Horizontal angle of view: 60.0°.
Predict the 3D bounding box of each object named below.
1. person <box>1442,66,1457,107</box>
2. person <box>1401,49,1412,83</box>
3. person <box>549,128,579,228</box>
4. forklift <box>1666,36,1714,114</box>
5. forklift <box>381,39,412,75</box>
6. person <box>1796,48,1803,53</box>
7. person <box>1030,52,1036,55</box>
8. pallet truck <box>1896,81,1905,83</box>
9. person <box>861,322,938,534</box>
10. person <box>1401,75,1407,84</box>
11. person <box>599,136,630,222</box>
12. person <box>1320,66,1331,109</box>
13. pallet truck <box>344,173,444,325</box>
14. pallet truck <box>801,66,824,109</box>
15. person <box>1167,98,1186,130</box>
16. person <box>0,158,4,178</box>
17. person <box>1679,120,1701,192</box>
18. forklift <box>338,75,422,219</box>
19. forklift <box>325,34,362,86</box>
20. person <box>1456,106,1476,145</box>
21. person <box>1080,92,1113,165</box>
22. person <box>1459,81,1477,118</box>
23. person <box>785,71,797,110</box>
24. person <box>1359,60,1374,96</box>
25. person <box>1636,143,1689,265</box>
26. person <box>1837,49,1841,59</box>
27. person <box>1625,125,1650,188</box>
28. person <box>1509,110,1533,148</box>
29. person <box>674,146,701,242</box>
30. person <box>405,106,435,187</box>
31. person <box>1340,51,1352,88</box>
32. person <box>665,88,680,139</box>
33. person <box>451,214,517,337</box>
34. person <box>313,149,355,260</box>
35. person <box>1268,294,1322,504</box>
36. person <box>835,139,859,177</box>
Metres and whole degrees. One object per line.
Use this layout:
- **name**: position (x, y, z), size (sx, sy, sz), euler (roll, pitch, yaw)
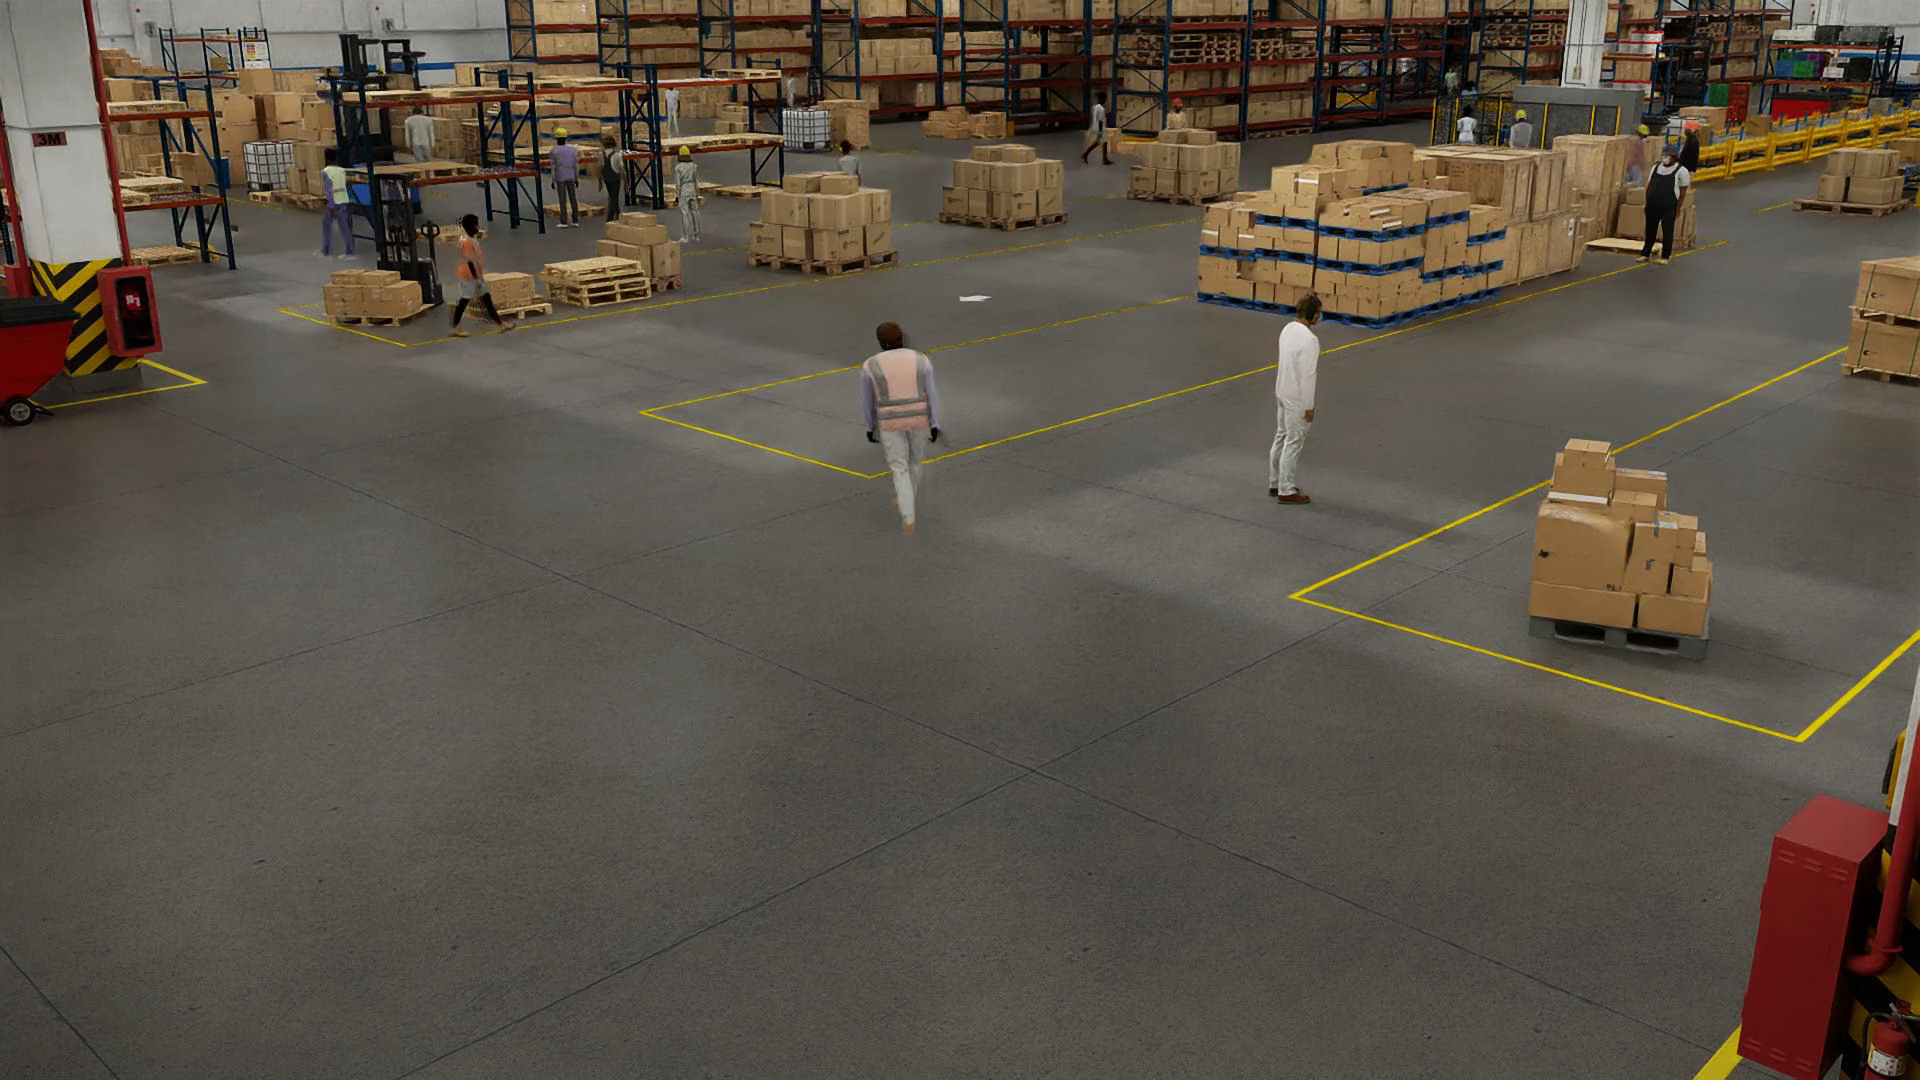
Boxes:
- **person**: position (19.417, -17.988, 65.991), size (0.526, 1.581, 0.860), euler (16, 24, 40)
- **person**: position (20.173, -21.260, 75.345), size (0.656, 1.916, 0.560), euler (-14, 23, -36)
- **person**: position (-7.771, -7.111, 32.692), size (0.587, 1.930, 0.363), euler (-14, 23, -36)
- **forklift**: position (27.341, -17.291, 61.877), size (1.129, 2.768, 1.873), euler (17, 25, 41)
- **forklift**: position (-19.673, -16.114, 58.329), size (1.873, 2.768, 1.129), euler (17, 25, 41)
- **person**: position (41.934, -23.815, 83.124), size (0.689, 1.888, 1.017), euler (-6, 19, -18)
- **person**: position (3.420, -21.936, 77.253), size (0.629, 1.992, 1.018), euler (-13, 23, -35)
- **pallet truck**: position (34.802, -16.331, 61.455), size (0.653, 1.274, 1.630), euler (17, 25, 41)
- **person**: position (-0.540, -1.006, 14.510), size (0.658, 1.796, 0.844), euler (-5, 19, -15)
- **person**: position (21.015, -22.172, 78.544), size (0.382, 1.633, 0.540), euler (16, 24, 40)
- **person**: position (-6.726, -6.980, 32.519), size (0.552, 1.781, 0.994), euler (7, 20, 20)
- **person**: position (13.174, -16.201, 60.208), size (1.005, 1.859, 0.654), euler (-12, 22, -32)
- **pallet truck**: position (-8.209, -4.181, 23.757), size (0.823, 1.965, 1.885), euler (3, 19, 9)
- **pallet truck**: position (-4.812, -15.182, 56.903), size (0.823, 1.965, 1.885), euler (-9, 21, -26)
- **person**: position (5.417, -10.127, 41.791), size (0.551, 1.922, 0.515), euler (-6, 19, -17)
- **person**: position (-22.023, -8.705, 37.979), size (0.683, 1.619, 0.523), euler (8, 20, 22)
- **person**: position (14.782, -7.521, 33.821), size (0.376, 1.997, 0.612), euler (6, 19, 17)
- **forklift**: position (-12.138, -8.120, 34.247), size (1.873, 2.768, 1.129), euler (17, 25, 41)
- **forklift**: position (-23.663, -18.232, 64.712), size (1.129, 2.768, 1.873), euler (17, 25, 41)
- **person**: position (12.840, -10.203, 42.390), size (0.535, 1.669, 0.741), euler (-3, 19, -8)
- **person**: position (3.658, -10.930, 44.187), size (0.800, 1.939, 0.620), euler (-5, 19, -14)
- **person**: position (16.512, -14.050, 54.034), size (0.547, 1.648, 0.867), euler (5, 19, 14)
- **person**: position (-6.230, -16.526, 61.524), size (0.413, 1.624, 0.538), euler (-16, 24, -40)
- **person**: position (17.778, -20.304, 72.477), size (0.868, 1.902, 0.657), euler (-17, 25, -41)
- **person**: position (11.945, -5.710, 28.297), size (0.536, 2.000, 0.672), euler (-17, 25, -41)
- **person**: position (41.197, -22.274, 78.297), size (0.413, 1.985, 0.611), euler (14, 23, 36)
- **person**: position (14.714, -8.128, 36.066), size (0.700, 1.722, 0.605), euler (12, 22, 33)
- **person**: position (13.231, -9.270, 39.427), size (0.620, 1.779, 0.943), euler (-5, 19, -15)
- **person**: position (-5.084, -6.425, 30.915), size (0.492, 1.742, 0.321), euler (-15, 24, -39)
- **person**: position (-12.903, -9.431, 39.709), size (0.650, 1.905, 0.847), euler (-9, 21, -26)
- **person**: position (17.734, -21.581, 76.468), size (0.628, 1.814, 0.598), euler (-16, 24, -39)
- **person**: position (-8.823, -13.155, 51.006), size (0.521, 1.865, 0.327), euler (6, 19, 19)
- **person**: position (-6.517, -3.554, 22.405), size (0.886, 1.641, 0.551), euler (0, 18, -1)
- **person**: position (-10.926, -5.824, 28.895), size (0.876, 1.870, 0.628), euler (5, 19, 15)
- **person**: position (3.066, -1.282, 15.151), size (0.389, 1.925, 0.626), euler (-3, 19, -9)
- **person**: position (-2.071, -6.573, 31.205), size (0.530, 1.849, 0.701), euler (-10, 21, -27)
